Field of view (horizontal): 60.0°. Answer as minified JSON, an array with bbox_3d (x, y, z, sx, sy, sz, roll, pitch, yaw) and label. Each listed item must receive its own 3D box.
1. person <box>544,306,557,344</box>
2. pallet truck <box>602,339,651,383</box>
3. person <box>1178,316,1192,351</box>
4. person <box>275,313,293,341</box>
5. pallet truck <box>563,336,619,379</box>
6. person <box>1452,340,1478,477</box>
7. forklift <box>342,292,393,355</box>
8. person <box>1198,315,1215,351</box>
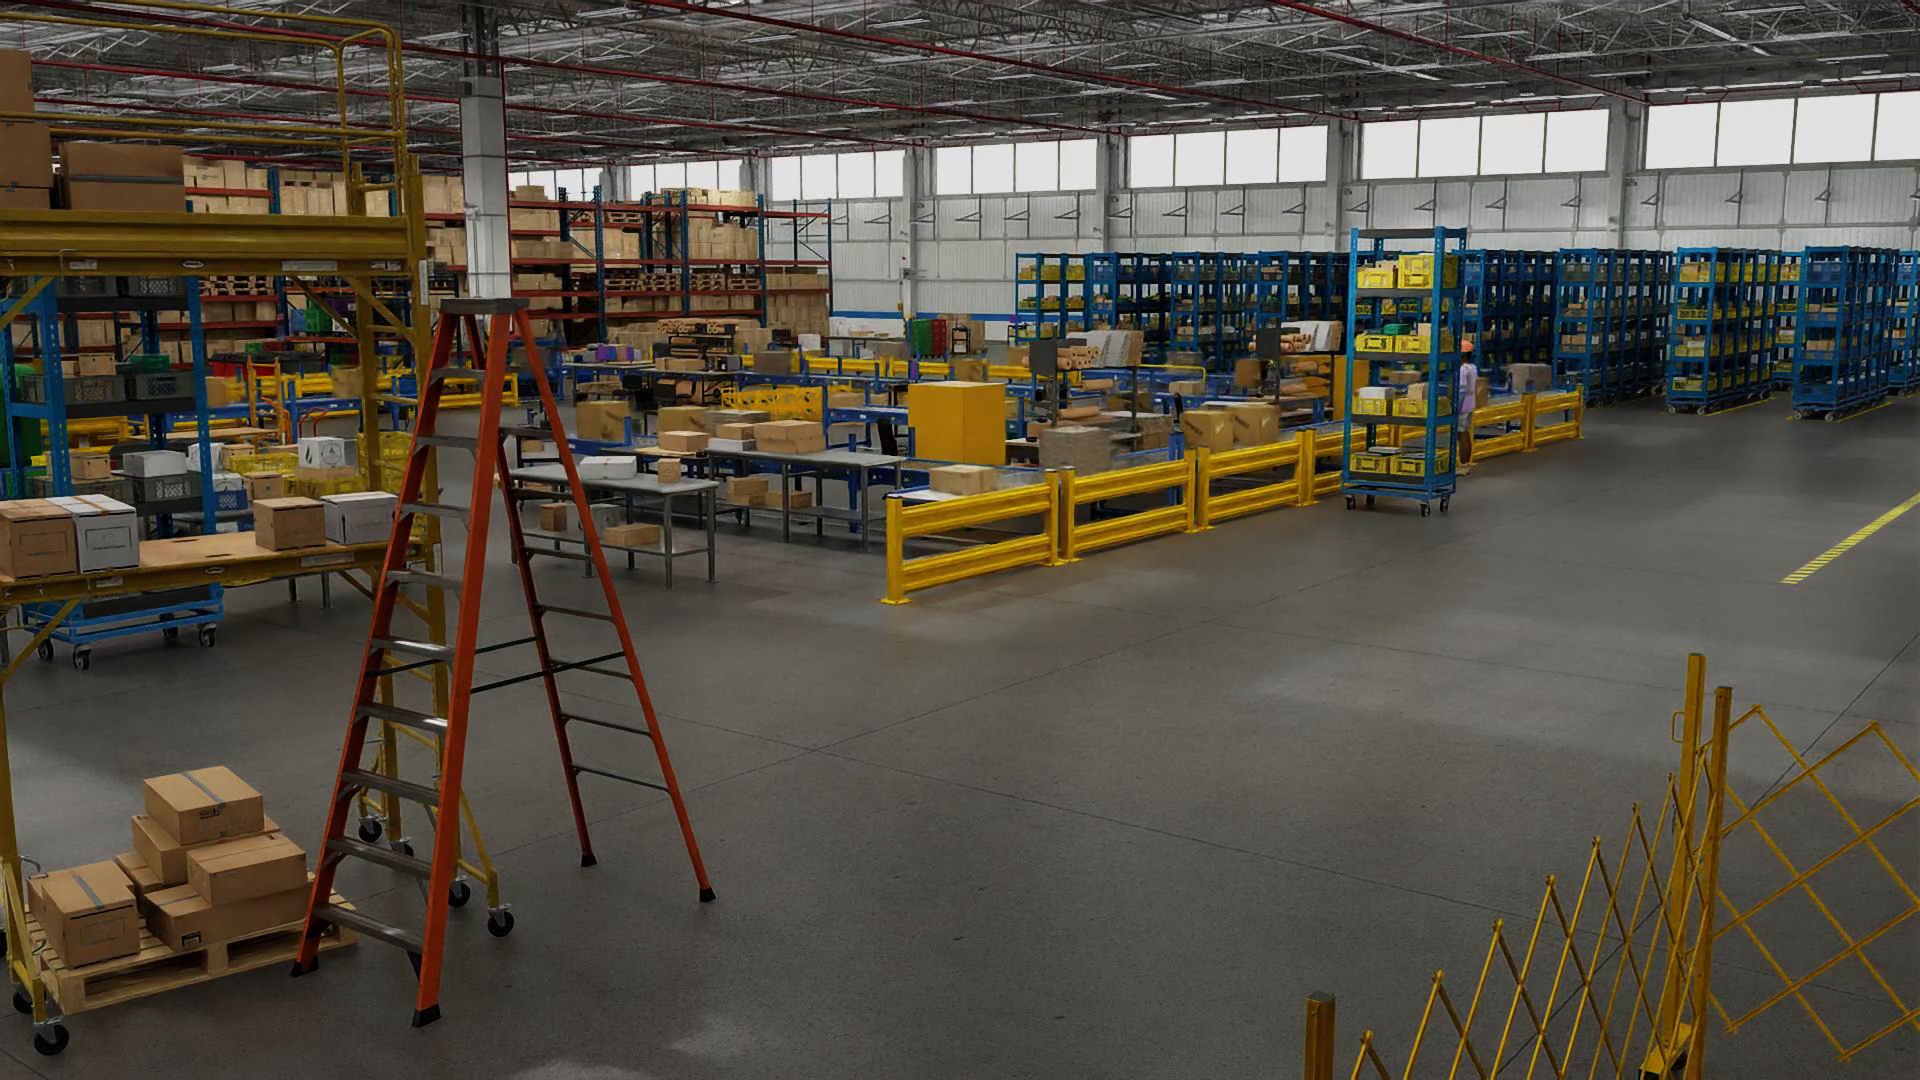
[{"bbox_3d":[-15.386,-7.842,62.266,0.642,1.821,0.584,5,10,27],"label":"person"},{"bbox_3d":[-8.991,-4.871,45.351,0.653,1.274,1.630,7,11,37],"label":"pallet truck"},{"bbox_3d":[6.956,-6.095,50.973,0.602,1.949,0.389,0,9,1],"label":"person"},{"bbox_3d":[-19.386,-5.520,47.532,0.572,1.905,0.835,7,11,37],"label":"person"},{"bbox_3d":[-10.690,-5.294,48.215,1.601,1.201,0.680,-5,10,-26],"label":"pallet truck"},{"bbox_3d":[7.512,-1.968,24.918,0.376,2.045,0.605,6,11,31],"label":"person"},{"bbox_3d":[-16.485,-5.622,45.120,1.129,2.768,1.873,7,11,37],"label":"forklift"},{"bbox_3d":[7.614,-6.098,51.499,0.593,1.779,0.915,-8,12,-42],"label":"person"}]
